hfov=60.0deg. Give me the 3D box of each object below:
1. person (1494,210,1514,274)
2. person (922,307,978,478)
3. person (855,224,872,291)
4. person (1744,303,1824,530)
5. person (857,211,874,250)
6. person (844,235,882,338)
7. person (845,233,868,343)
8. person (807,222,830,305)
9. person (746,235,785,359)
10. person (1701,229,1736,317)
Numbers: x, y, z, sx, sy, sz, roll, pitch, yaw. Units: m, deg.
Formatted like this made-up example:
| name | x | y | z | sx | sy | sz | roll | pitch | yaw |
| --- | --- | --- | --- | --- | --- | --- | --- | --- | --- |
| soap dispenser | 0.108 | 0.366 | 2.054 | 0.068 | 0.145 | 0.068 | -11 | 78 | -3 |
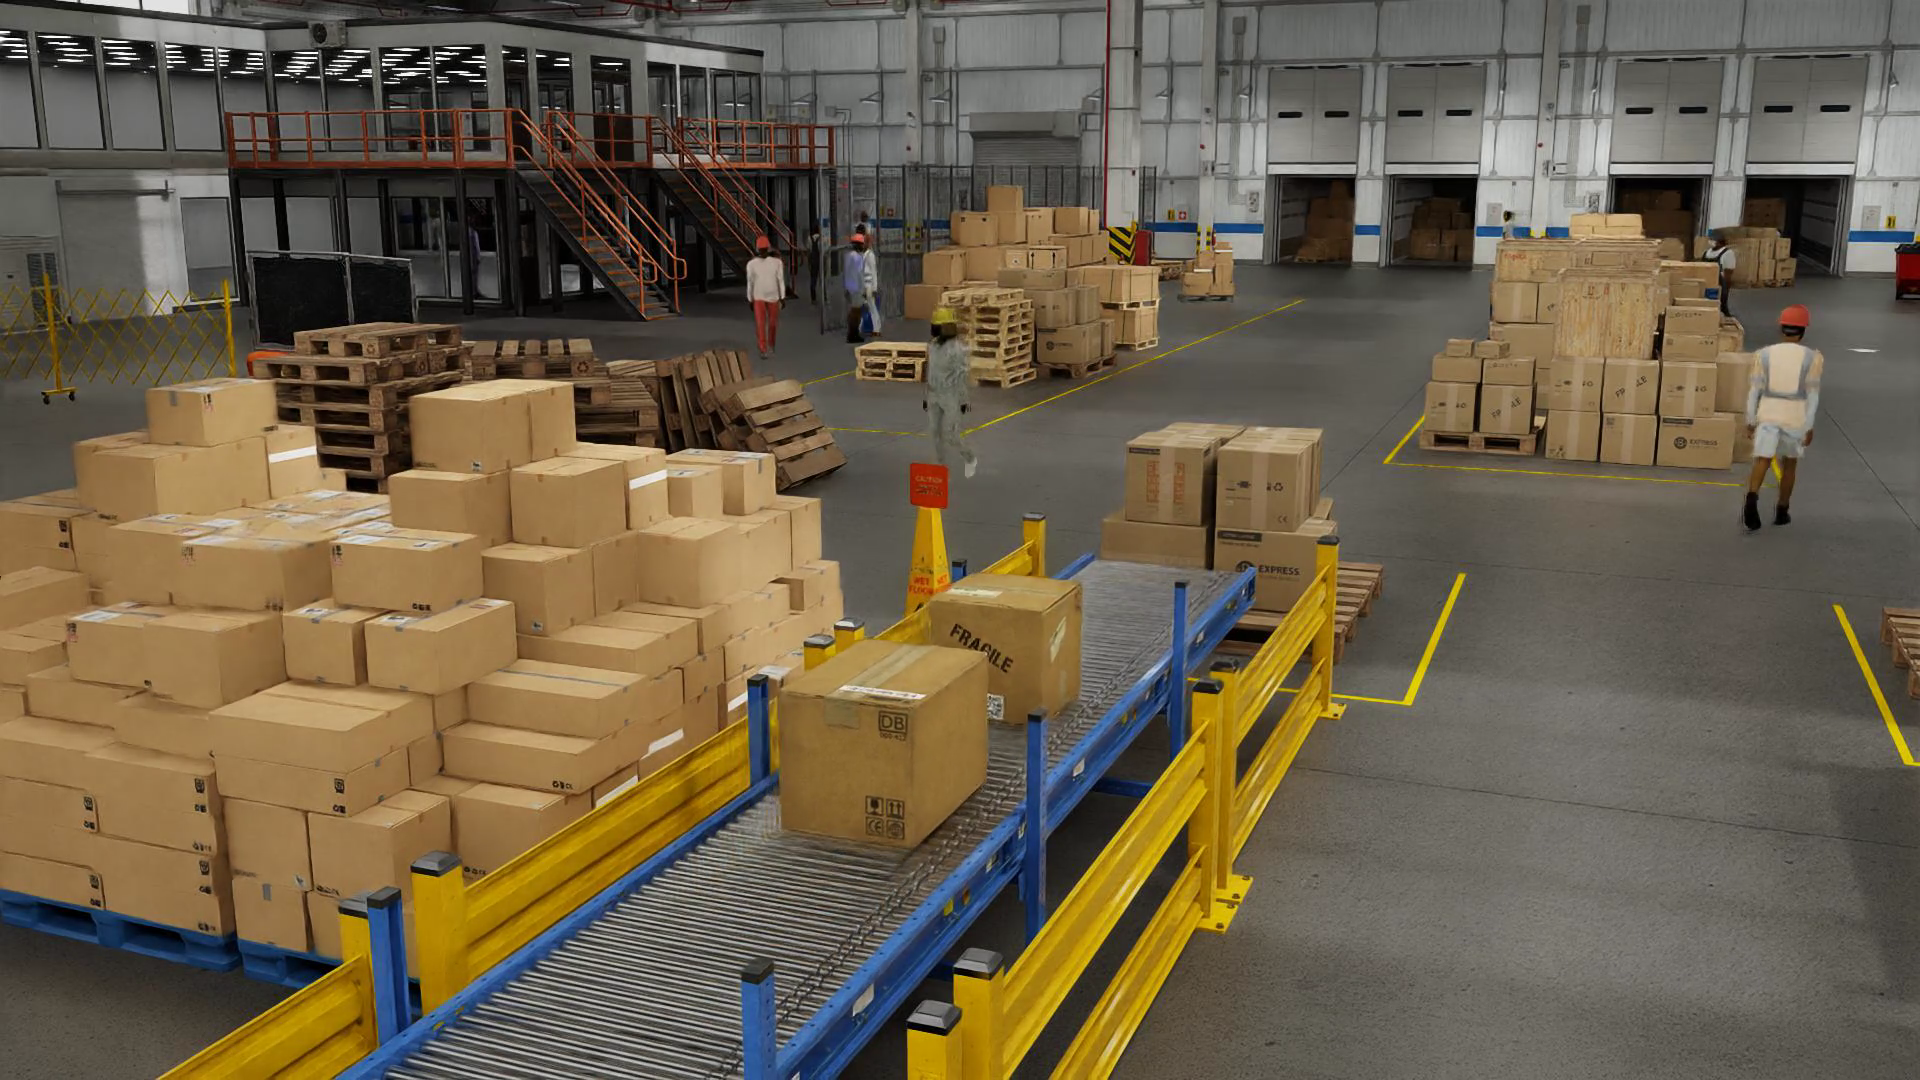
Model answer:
| name | x | y | z | sx | sy | sz | roll | pitch | yaw |
| --- | --- | --- | --- | --- | --- | --- | --- | --- | --- |
| person | 15.757 | -8.548 | 47.840 | 0.531 | 1.858 | 0.610 | -10 | 16 | -39 |
| person | -0.114 | -1.365 | 15.919 | 0.490 | 1.730 | 0.502 | 12 | 17 | 42 |
| person | -1.948 | -5.477 | 33.953 | 0.397 | 1.911 | 0.587 | 1 | 13 | 4 |
| person | 6.890 | -1.023 | 13.978 | 0.548 | 1.915 | 0.831 | 10 | 16 | 39 |
| person | -2.760 | -8.515 | 47.754 | 0.603 | 1.850 | 0.937 | -7 | 14 | -29 |
| person | -1.781 | -4.535 | 29.841 | 0.851 | 1.846 | 0.605 | -3 | 13 | -14 |
| person | -1.783 | -4.399 | 29.119 | 0.549 | 1.903 | 0.602 | -4 | 13 | -19 |
| person | -3.184 | -6.195 | 37.314 | 0.506 | 1.846 | 0.351 | 5 | 13 | 21 |
| person | -3.139 | -3.918 | 26.808 | 0.625 | 1.974 | 0.680 | -2 | 13 | -11 |
| person | 13.261 | -4.499 | 29.264 | 1.039 | 2.000 | 0.706 | -6 | 14 | -26 |
